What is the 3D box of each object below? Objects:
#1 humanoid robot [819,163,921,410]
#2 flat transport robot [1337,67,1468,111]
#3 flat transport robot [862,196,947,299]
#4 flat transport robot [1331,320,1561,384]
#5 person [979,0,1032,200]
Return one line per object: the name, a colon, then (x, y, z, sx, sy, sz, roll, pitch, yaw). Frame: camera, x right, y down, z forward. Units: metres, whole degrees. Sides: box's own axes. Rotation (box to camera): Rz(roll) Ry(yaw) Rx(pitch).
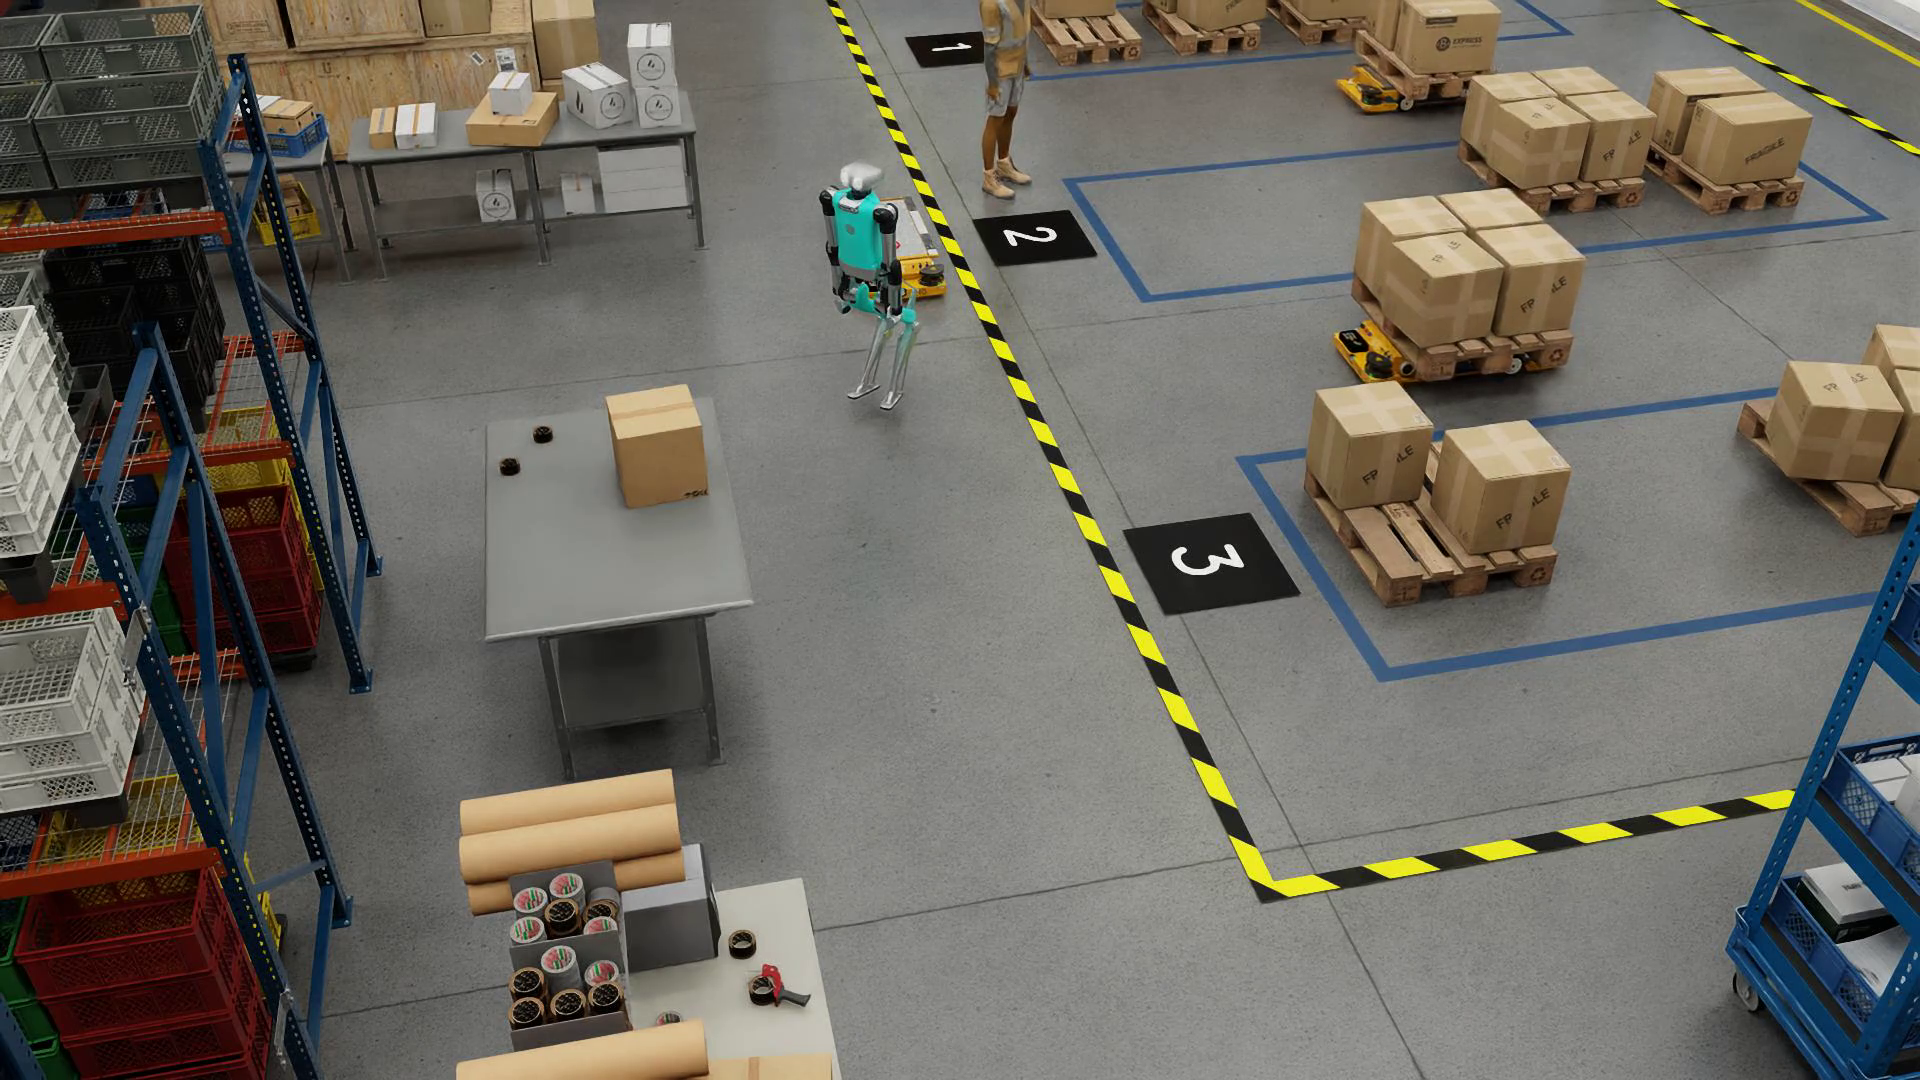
humanoid robot: (-0.473, -1.637, 10.408, 0.533, 1.681, 0.735, 22, 42, 26)
flat transport robot: (4.231, -4.162, 15.125, 1.431, 0.197, 0.652, -8, 37, -10)
flat transport robot: (-0.570, -2.220, 12.538, 0.659, 0.231, 1.431, -8, 37, -10)
flat transport robot: (3.340, -1.349, 11.344, 1.431, 0.197, 0.652, -8, 37, -10)
person: (0.395, -3.704, 13.057, 0.400, 2.032, 0.606, 20, 41, 25)
